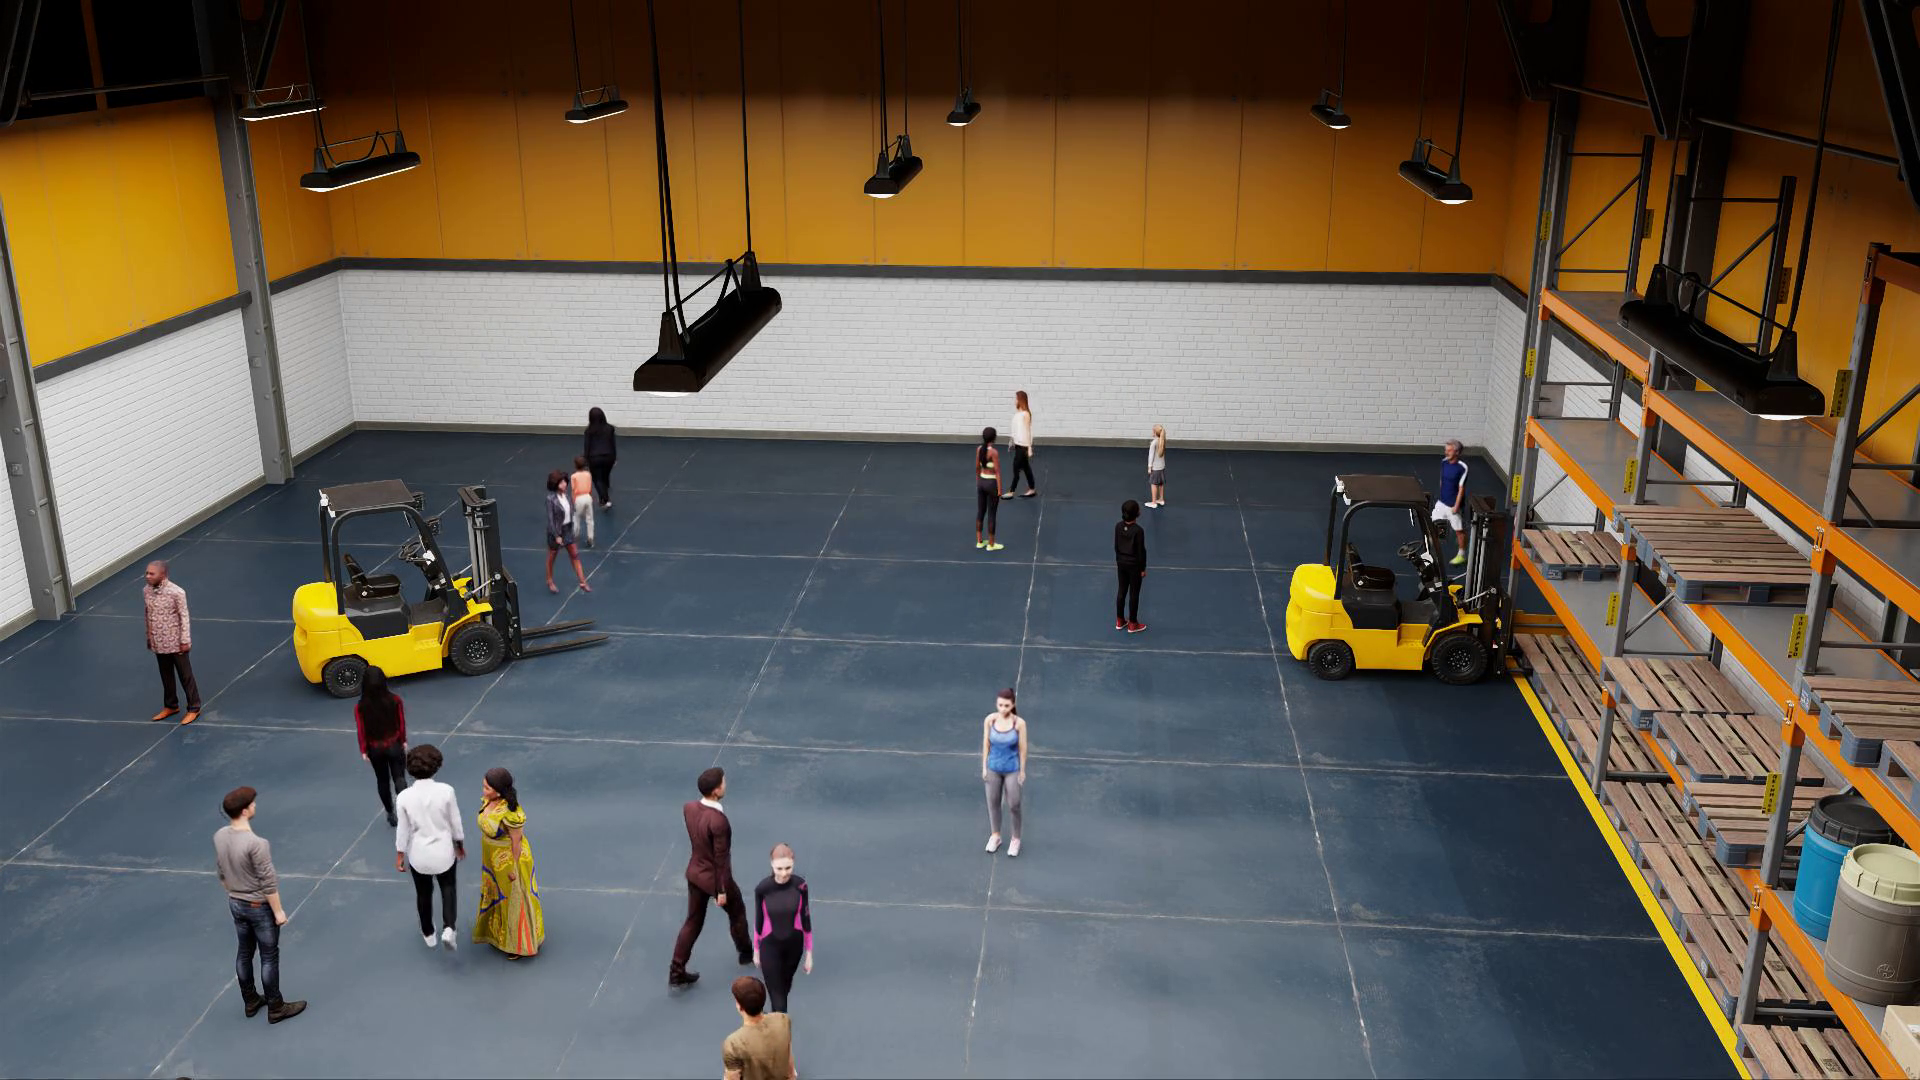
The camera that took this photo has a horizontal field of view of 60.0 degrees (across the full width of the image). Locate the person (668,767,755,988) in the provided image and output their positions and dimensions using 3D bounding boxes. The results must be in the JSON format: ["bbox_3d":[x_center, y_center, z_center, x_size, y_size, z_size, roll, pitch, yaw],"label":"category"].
[{"bbox_3d":[-2.026,2.678,13.051,1.097,1.824,1.275,15,24,37],"label":"person"}]

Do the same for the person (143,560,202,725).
[{"bbox_3d":[-8.483,1.070,17.852,0.733,1.808,0.650,5,19,15],"label":"person"}]

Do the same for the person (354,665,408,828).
[{"bbox_3d":[-5.314,1.968,15.443,0.827,1.644,0.944,-9,21,-25],"label":"person"}]

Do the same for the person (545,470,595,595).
[{"bbox_3d":[-5.239,-0.083,21.498,0.972,1.666,1.024,12,22,32],"label":"person"}]

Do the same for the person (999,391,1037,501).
[{"bbox_3d":[1.040,-1.442,25.480,0.904,1.699,0.948,-6,20,-18],"label":"person"}]

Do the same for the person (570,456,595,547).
[{"bbox_3d":[-5.286,-0.530,23.416,0.775,1.290,0.858,-13,22,-33],"label":"person"}]

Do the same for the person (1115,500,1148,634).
[{"bbox_3d":[2.079,0.308,20.324,0.686,1.675,0.722,16,24,39],"label":"person"}]

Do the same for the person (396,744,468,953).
[{"bbox_3d":[-4.271,2.543,13.495,0.927,1.797,1.038,-9,20,-24],"label":"person"}]

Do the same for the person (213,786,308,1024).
[{"bbox_3d":[-5.385,2.771,12.654,0.773,1.903,0.707,9,20,24],"label":"person"}]

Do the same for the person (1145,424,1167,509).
[{"bbox_3d":[2.991,-1.133,25.231,0.663,1.274,0.590,15,24,38],"label":"person"}]

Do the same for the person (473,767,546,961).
[{"bbox_3d":[-3.698,2.598,13.546,1.040,1.660,0.998,-17,25,-42],"label":"person"}]

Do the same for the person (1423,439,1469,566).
[{"bbox_3d":[6.711,-0.481,22.496,1.133,1.783,1.158,-11,22,-30],"label":"person"}]

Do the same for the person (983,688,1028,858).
[{"bbox_3d":[0.401,2.089,15.137,0.618,1.611,0.621,6,20,18],"label":"person"}]

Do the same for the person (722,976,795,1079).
[{"bbox_3d":[-1.179,3.579,10.361,0.957,1.835,1.008,-15,24,-38],"label":"person"}]

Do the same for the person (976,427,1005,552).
[{"bbox_3d":[0.385,-0.724,23.263,0.645,1.754,0.684,17,25,41],"label":"person"}]

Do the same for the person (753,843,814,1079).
[{"bbox_3d":[-1.313,3.002,12.311,0.879,1.684,1.250,-5,19,-14],"label":"person"}]

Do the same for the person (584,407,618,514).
[{"bbox_3d":[-5.347,-1.178,24.855,0.976,1.599,1.061,-13,23,-34],"label":"person"}]
